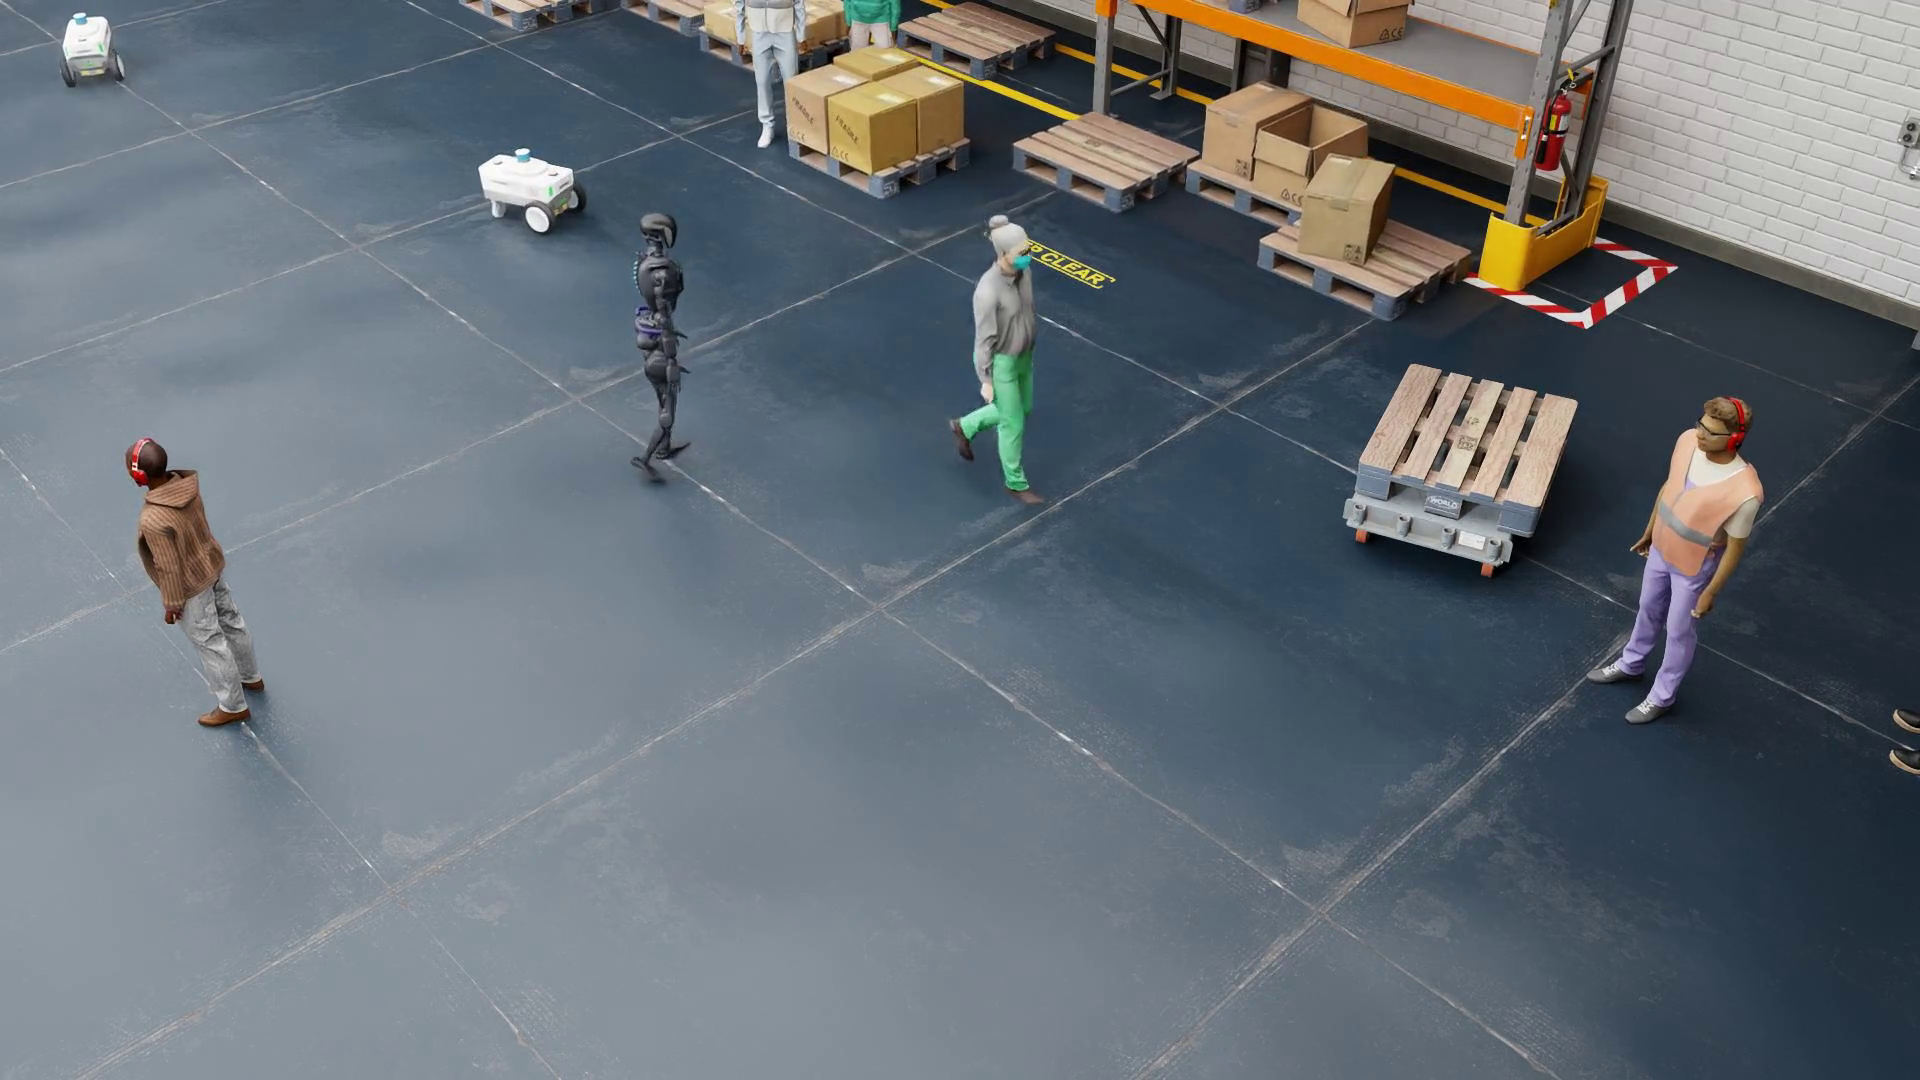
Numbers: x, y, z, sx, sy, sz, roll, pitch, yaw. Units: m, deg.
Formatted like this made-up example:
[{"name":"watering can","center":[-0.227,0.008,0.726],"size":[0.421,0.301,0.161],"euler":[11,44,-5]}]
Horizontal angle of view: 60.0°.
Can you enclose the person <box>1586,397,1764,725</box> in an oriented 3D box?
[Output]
[{"name":"person","center":[3.535,0.097,8.096],"size":[0.389,1.847,0.562],"euler":[-10,38,-13]}]

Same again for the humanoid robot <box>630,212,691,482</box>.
[{"name":"humanoid robot","center":[-1.833,-1.166,9.914],"size":[0.453,1.648,0.620],"euler":[-7,38,-9]}]

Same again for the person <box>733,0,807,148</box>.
[{"name":"person","center":[-1.556,-4.178,13.710],"size":[0.597,1.907,0.410],"euler":[0,37,0]}]

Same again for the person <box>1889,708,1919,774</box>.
[{"name":"person","center":[4.832,0.288,7.745],"size":[0.362,1.963,0.611],"euler":[18,41,23]}]

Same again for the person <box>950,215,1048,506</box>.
[{"name":"person","center":[0.230,-1.070,9.663],"size":[0.683,1.818,0.523],"euler":[20,42,25]}]

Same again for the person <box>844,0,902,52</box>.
[{"name":"person","center":[-0.732,-4.406,14.065],"size":[0.501,1.842,0.395],"euler":[9,38,12]}]

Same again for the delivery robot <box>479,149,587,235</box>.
[{"name":"delivery robot","center":[-3.337,-2.747,12.922],"size":[0.744,0.582,0.518],"euler":[15,39,19]}]

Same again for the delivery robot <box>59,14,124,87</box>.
[{"name":"delivery robot","center":[-8.000,-4.526,15.277],"size":[0.499,0.581,0.754],"euler":[-12,39,-15]}]

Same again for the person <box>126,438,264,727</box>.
[{"name":"person","center":[-3.730,0.206,8.111],"size":[0.333,1.651,0.458],"euler":[1,37,2]}]
